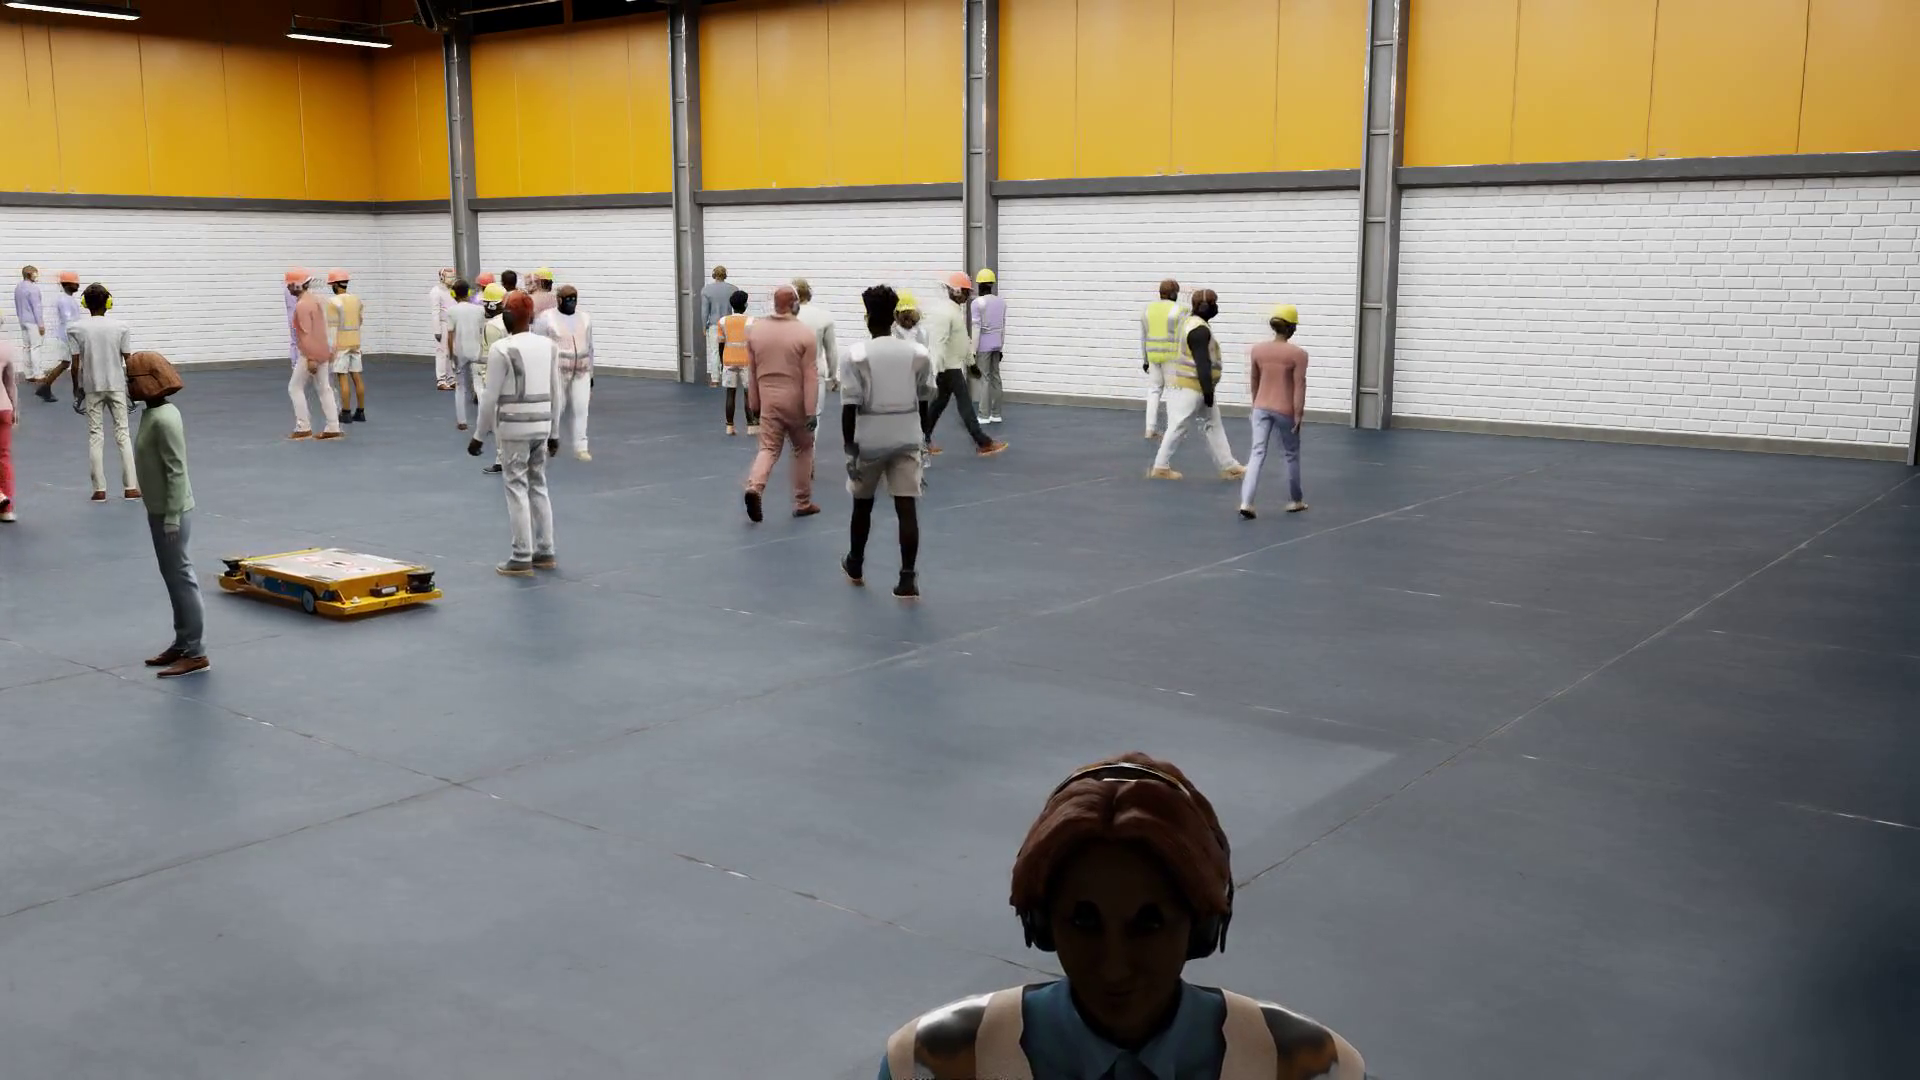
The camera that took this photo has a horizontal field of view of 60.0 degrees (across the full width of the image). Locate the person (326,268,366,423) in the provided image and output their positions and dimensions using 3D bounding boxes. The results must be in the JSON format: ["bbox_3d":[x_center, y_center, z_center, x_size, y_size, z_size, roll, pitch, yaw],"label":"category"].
[{"bbox_3d":[-7.720,-2.428,20.847,0.359,1.936,0.544,5,11,25],"label":"person"}]

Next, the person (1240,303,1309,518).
[{"bbox_3d":[2.545,-1.042,13.387,0.523,1.726,0.898,6,12,32],"label":"person"}]

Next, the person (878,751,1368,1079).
[{"bbox_3d":[0.155,1.009,1.698,0.521,1.639,0.311,0,10,1],"label":"person"}]

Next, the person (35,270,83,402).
[{"bbox_3d":[-12.776,-2.914,23.800,0.966,1.900,0.558,-3,10,-15],"label":"person"}]

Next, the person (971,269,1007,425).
[{"bbox_3d":[0.327,-2.398,20.694,0.366,1.926,0.592,9,13,41],"label":"person"}]

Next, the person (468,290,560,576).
[{"bbox_3d":[-2.891,-0.694,10.925,0.415,1.880,0.593,5,11,29],"label":"person"}]

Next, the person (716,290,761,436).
[{"bbox_3d":[-2.551,-2.046,19.311,0.542,1.697,0.316,3,10,15],"label":"person"}]

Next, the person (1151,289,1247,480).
[{"bbox_3d":[2.250,-1.431,15.462,0.986,1.791,0.644,1,10,7],"label":"person"}]

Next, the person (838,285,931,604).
[{"bbox_3d":[-0.482,-0.611,10.314,0.612,1.914,0.994,-3,10,-17],"label":"person"}]

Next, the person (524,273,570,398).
[{"bbox_3d":[-5.628,-2.731,22.866,0.726,1.865,0.699,2,10,11],"label":"person"}]

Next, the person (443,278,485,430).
[{"bbox_3d":[-5.818,-2.174,19.675,0.511,1.836,0.921,-5,11,-25],"label":"person"}]

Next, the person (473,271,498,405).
[{"bbox_3d":[-6.659,-2.832,23.356,0.424,1.885,0.706,-3,10,-19],"label":"person"}]

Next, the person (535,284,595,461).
[{"bbox_3d":[-4.100,-1.736,17.212,0.648,1.817,0.809,-7,12,-35],"label":"person"}]

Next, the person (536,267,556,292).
[{"bbox_3d":[-5.935,-2.930,23.795,0.367,1.927,0.590,-5,11,-26],"label":"person"}]

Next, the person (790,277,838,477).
[{"bbox_3d":[-1.499,-1.553,15.907,0.640,1.904,0.988,0,10,1],"label":"person"}]

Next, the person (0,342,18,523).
[{"bbox_3d":[-7.627,-0.993,12.996,0.370,1.755,0.549,4,11,23],"label":"person"}]

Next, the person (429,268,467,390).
[{"bbox_3d":[-7.981,-3.284,25.945,0.399,1.903,0.648,2,10,14],"label":"person"}]

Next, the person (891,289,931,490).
[{"bbox_3d":[-0.548,-1.364,15.035,0.596,1.808,0.672,-7,12,-33],"label":"person"}]

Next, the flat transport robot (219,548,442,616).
[{"bbox_3d":[-3.873,0.234,10.186,1.431,0.197,0.652,8,12,38],"label":"flat transport robot"}]

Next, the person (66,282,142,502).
[{"bbox_3d":[-7.318,-1.259,14.233,0.514,1.872,0.328,-5,11,-25],"label":"person"}]

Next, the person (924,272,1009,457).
[{"bbox_3d":[-0.014,-1.833,17.425,1.058,1.921,0.603,1,10,8],"label":"person"}]

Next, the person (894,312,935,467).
[{"bbox_3d":[-0.502,-1.524,16.243,0.621,1.709,0.507,-8,12,-38],"label":"person"}]

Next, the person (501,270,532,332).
[{"bbox_3d":[-5.826,-2.607,21.987,0.533,1.902,0.619,4,11,23],"label":"person"}]

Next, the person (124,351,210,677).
[{"bbox_3d":[-3.993,-0.132,8.352,0.269,1.632,0.504,-7,12,-34],"label":"person"}]

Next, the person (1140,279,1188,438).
[{"bbox_3d":[2.368,-2.071,19.059,0.634,1.841,0.429,8,13,41],"label":"person"}]

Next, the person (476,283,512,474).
[{"bbox_3d":[-4.444,-1.551,16.036,0.404,1.833,0.590,1,10,4],"label":"person"}]

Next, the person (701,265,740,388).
[{"bbox_3d":[-3.792,-3.387,26.420,0.635,1.939,0.362,-3,10,-18],"label":"person"}]

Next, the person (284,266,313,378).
[{"bbox_3d":[-11.310,-3.734,28.545,0.399,1.905,0.642,-9,13,-41],"label":"person"}]

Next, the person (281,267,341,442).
[{"bbox_3d":[-7.380,-2.078,18.721,0.725,1.965,0.654,0,10,-1],"label":"person"}]

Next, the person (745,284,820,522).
[{"bbox_3d":[-1.409,-1.080,13.159,0.650,1.877,0.833,4,10,22],"label":"person"}]

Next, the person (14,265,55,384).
[{"bbox_3d":[-15.131,-3.505,27.120,0.627,1.935,0.372,7,12,34],"label":"person"}]
